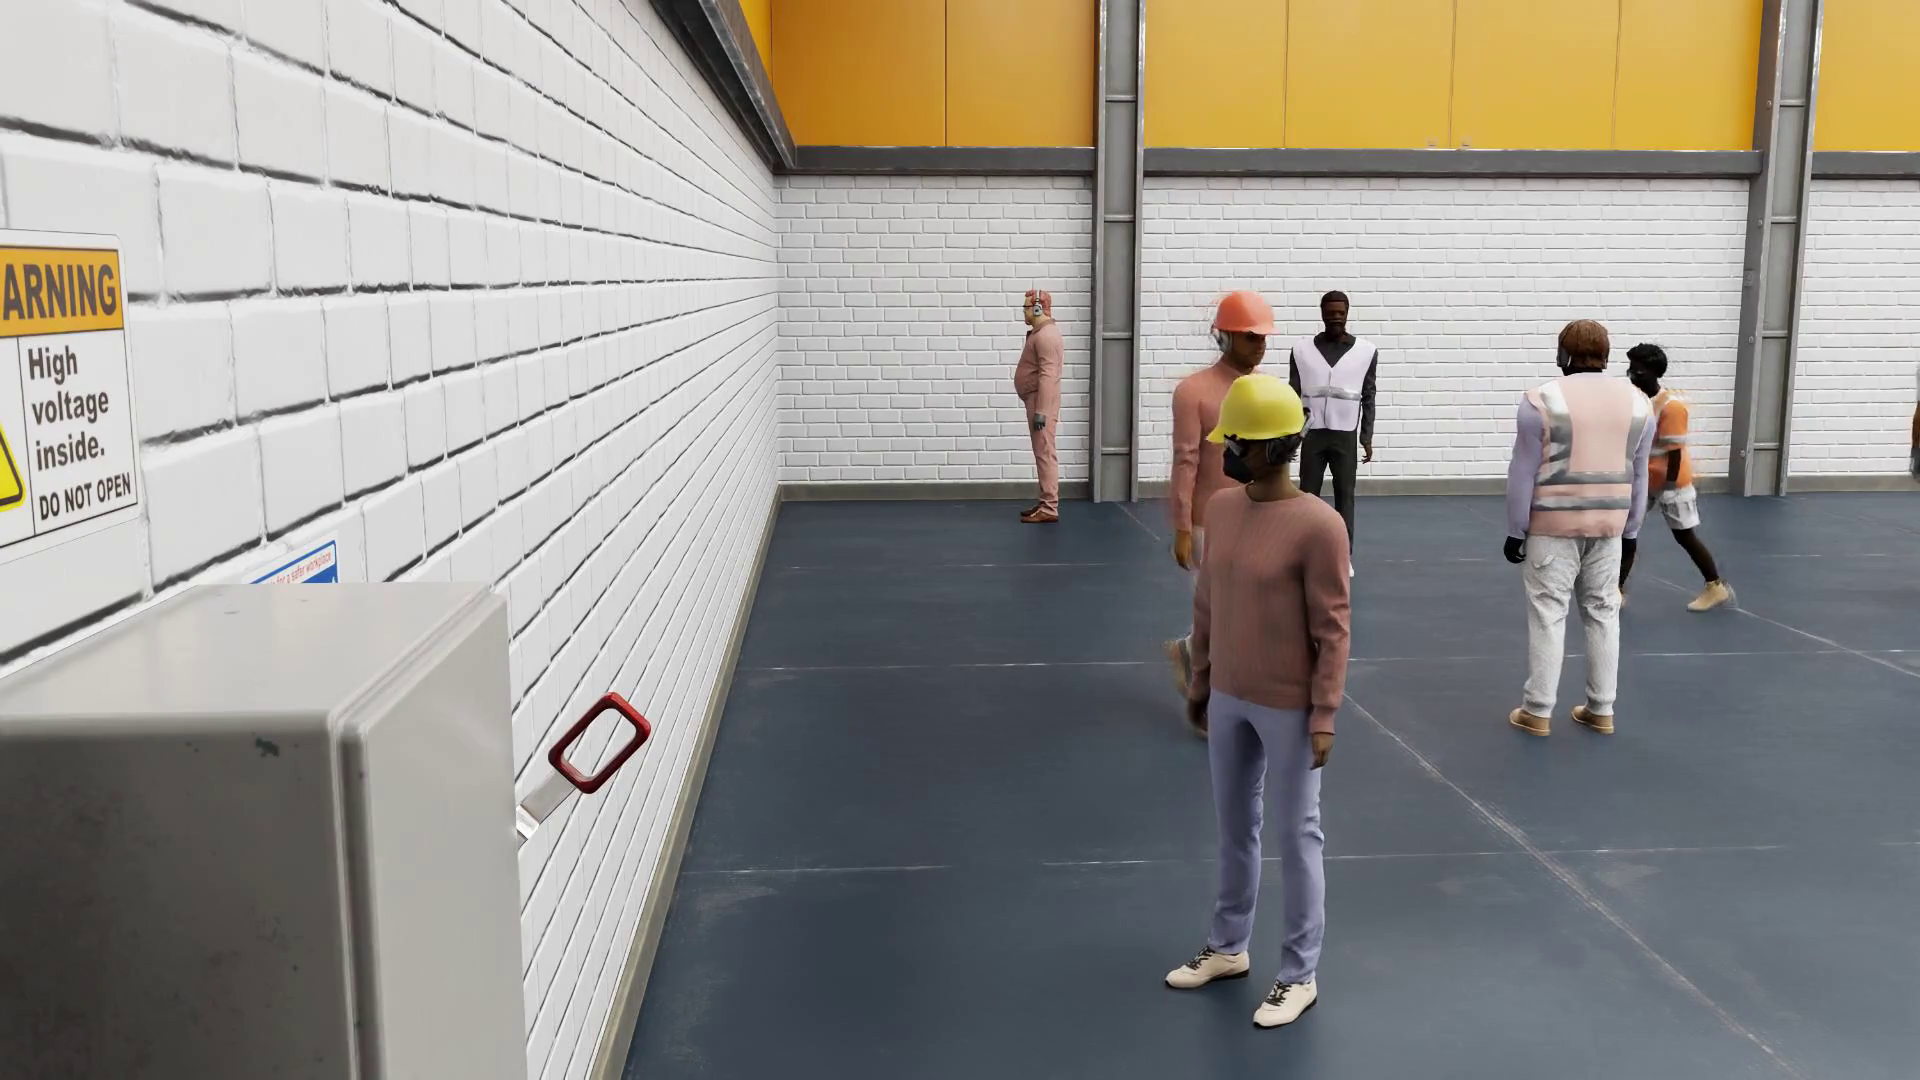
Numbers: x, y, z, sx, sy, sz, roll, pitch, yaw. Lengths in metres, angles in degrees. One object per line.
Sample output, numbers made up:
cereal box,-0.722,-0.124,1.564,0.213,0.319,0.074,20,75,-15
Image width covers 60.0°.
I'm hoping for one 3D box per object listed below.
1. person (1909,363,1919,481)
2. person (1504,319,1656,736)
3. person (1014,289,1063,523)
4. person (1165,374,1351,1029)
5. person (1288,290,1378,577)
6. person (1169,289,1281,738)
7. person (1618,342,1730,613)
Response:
person,6.219,-0.545,10.393,0.535,1.848,0.586,9,12,43
person,2.700,-0.048,7.329,0.632,1.837,0.430,-1,9,-9
person,0.642,-1.094,13.647,0.401,1.906,0.650,1,9,3
person,0.814,0.432,4.518,0.329,1.764,0.524,-6,11,-34
person,2.494,-0.714,11.220,0.594,1.921,0.387,2,9,15
person,1.126,-0.109,7.285,0.618,1.973,0.649,-5,10,-29
person,4.193,-0.357,9.872,0.885,1.638,0.560,-2,9,-13
